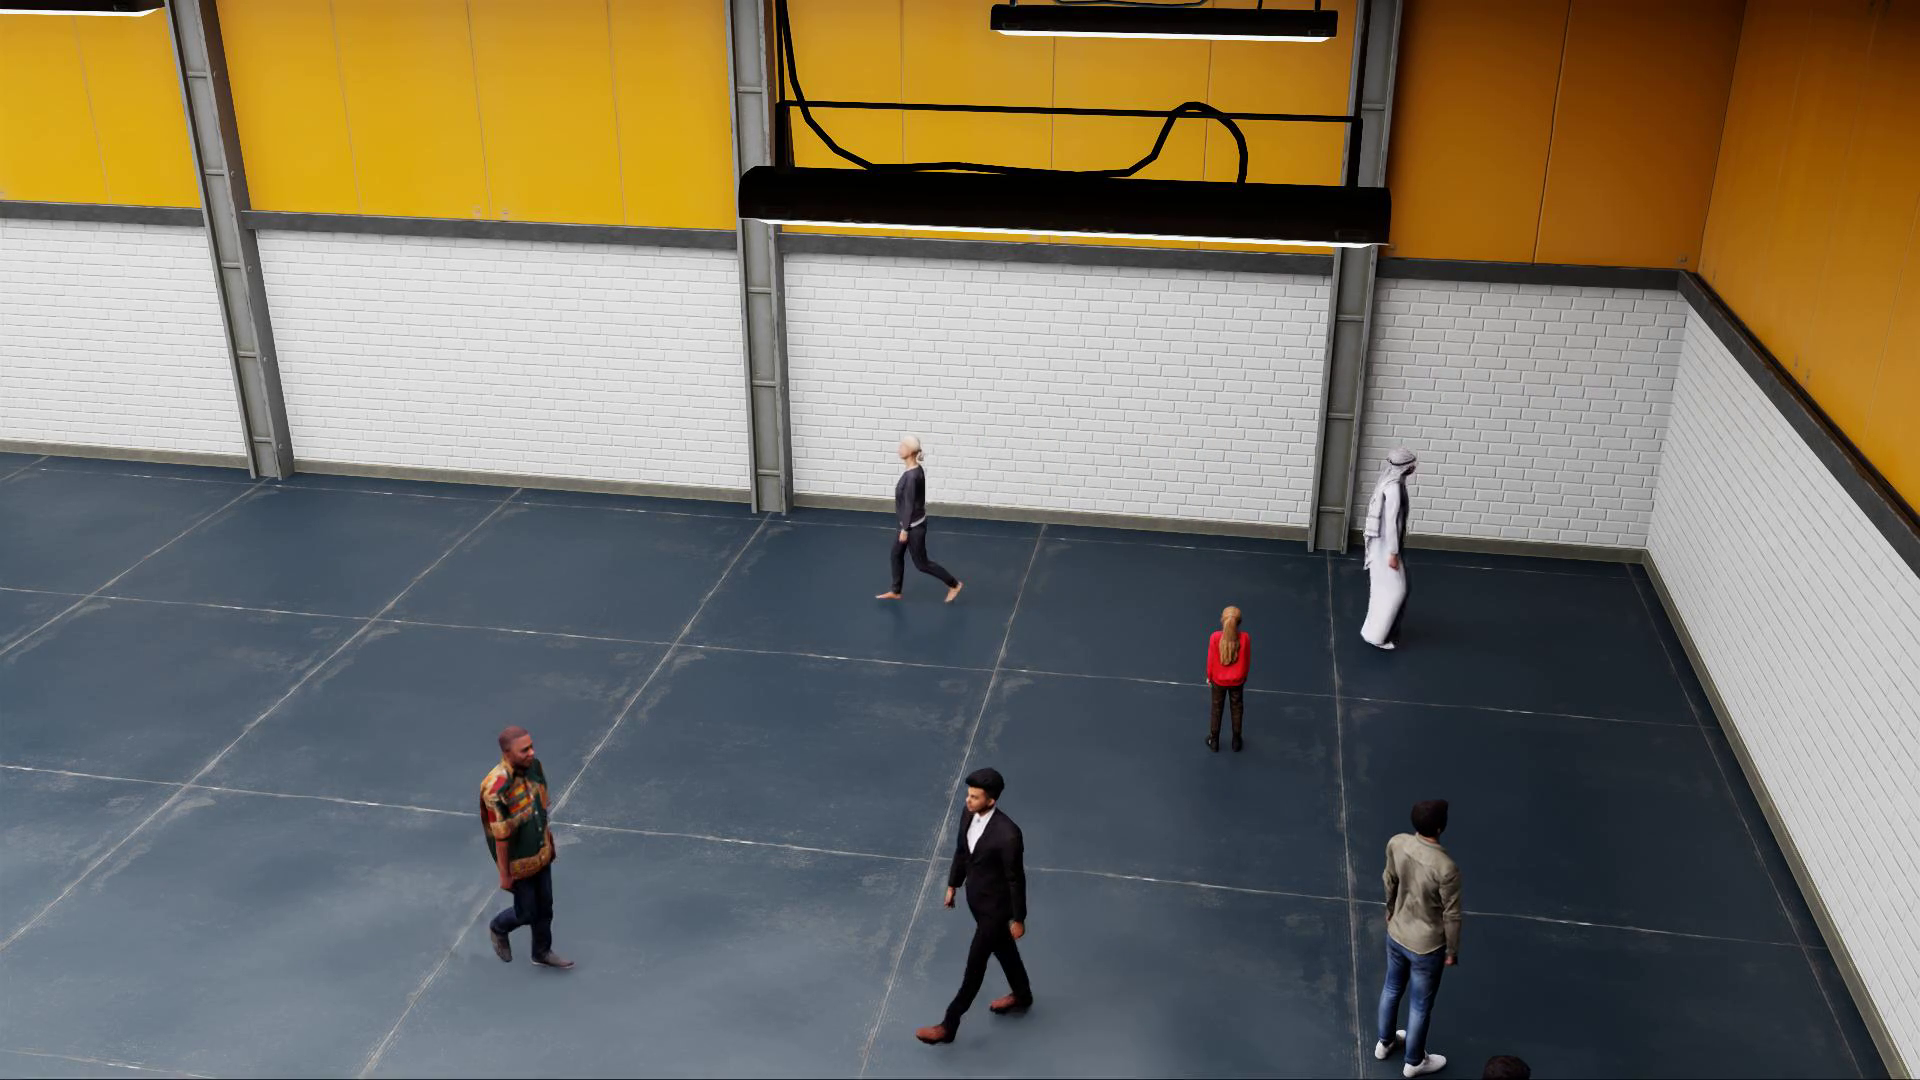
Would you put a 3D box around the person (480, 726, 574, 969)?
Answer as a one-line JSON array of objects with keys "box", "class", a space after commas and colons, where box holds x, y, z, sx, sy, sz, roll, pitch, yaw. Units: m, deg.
[{"box": [-2.884, 2.002, 10.747, 0.907, 1.793, 0.801, 11, 26, 23], "class": "person"}]

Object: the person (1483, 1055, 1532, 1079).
[{"box": [2.794, 3.203, 8.712, 0.491, 1.223, 0.508, 2, 24, 5], "class": "person"}]

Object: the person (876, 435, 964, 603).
[{"box": [-0.370, -0.159, 15.819, 1.125, 1.690, 0.783, -2, 24, -4], "class": "person"}]

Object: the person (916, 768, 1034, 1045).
[{"box": [0.275, 2.199, 10.238, 1.265, 1.840, 1.152, -12, 27, -26], "class": "person"}]

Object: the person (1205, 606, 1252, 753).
[{"box": [2.164, 1.112, 13.424, 0.475, 1.281, 0.579, 1, 24, 2], "class": "person"}]

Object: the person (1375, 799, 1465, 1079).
[{"box": [2.704, 2.350, 9.863, 0.840, 1.865, 0.778, -16, 28, -32], "class": "person"}]

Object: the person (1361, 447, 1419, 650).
[{"box": [3.882, 0.045, 15.071, 0.685, 1.915, 0.722, 0, 24, 1], "class": "person"}]
